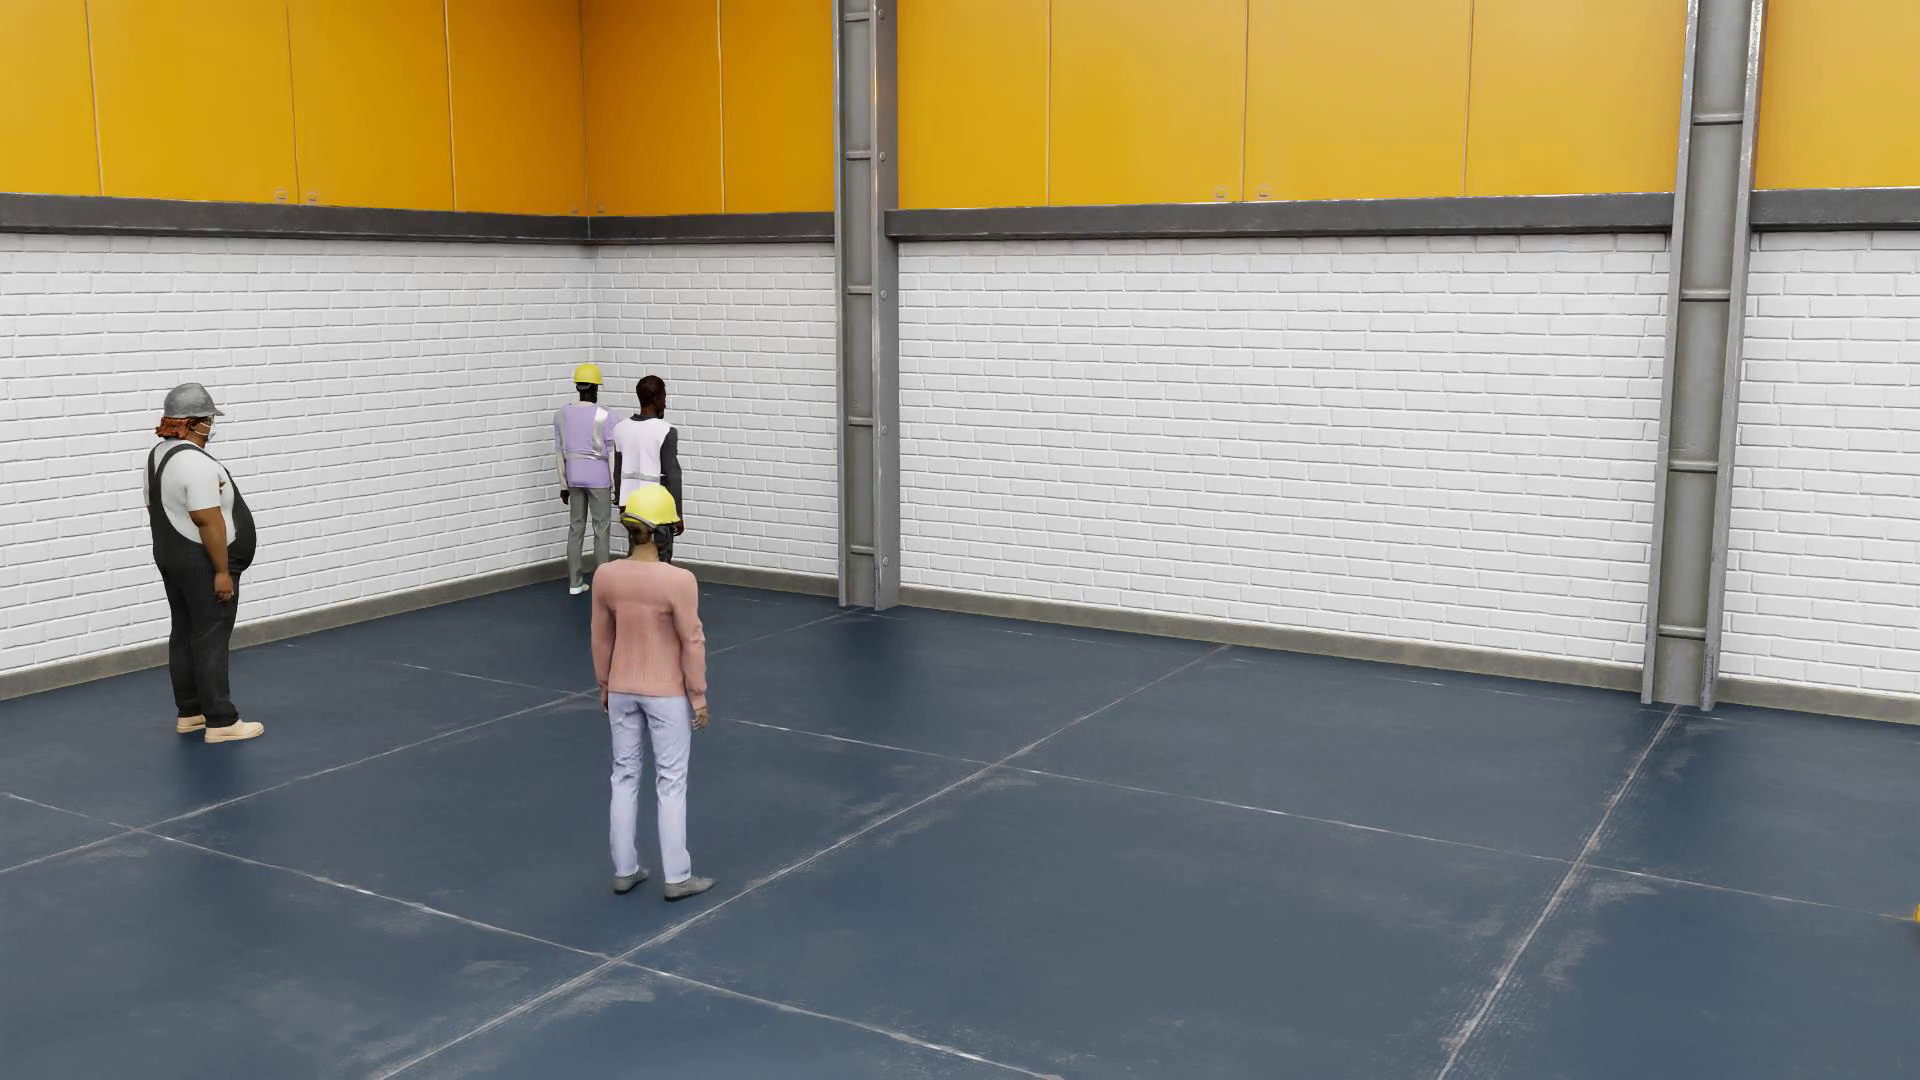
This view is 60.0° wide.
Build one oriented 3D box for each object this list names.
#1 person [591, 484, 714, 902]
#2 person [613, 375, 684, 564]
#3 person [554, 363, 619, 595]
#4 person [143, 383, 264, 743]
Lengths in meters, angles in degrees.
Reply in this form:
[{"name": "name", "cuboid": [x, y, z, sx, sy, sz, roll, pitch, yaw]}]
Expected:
[{"name": "person", "cuboid": [-1.301, 0.644, 7.060, 0.533, 1.767, 0.326, 4, 10, 22]}, {"name": "person", "cuboid": [-2.250, -0.227, 12.016, 0.592, 1.917, 0.375, 6, 11, 33]}, {"name": "person", "cuboid": [-3.044, -0.491, 13.682, 0.582, 1.919, 0.392, 3, 10, 19]}, {"name": "person", "cuboid": [-4.294, 0.118, 9.482, 0.684, 2.000, 0.538, 8, 12, 41]}]
